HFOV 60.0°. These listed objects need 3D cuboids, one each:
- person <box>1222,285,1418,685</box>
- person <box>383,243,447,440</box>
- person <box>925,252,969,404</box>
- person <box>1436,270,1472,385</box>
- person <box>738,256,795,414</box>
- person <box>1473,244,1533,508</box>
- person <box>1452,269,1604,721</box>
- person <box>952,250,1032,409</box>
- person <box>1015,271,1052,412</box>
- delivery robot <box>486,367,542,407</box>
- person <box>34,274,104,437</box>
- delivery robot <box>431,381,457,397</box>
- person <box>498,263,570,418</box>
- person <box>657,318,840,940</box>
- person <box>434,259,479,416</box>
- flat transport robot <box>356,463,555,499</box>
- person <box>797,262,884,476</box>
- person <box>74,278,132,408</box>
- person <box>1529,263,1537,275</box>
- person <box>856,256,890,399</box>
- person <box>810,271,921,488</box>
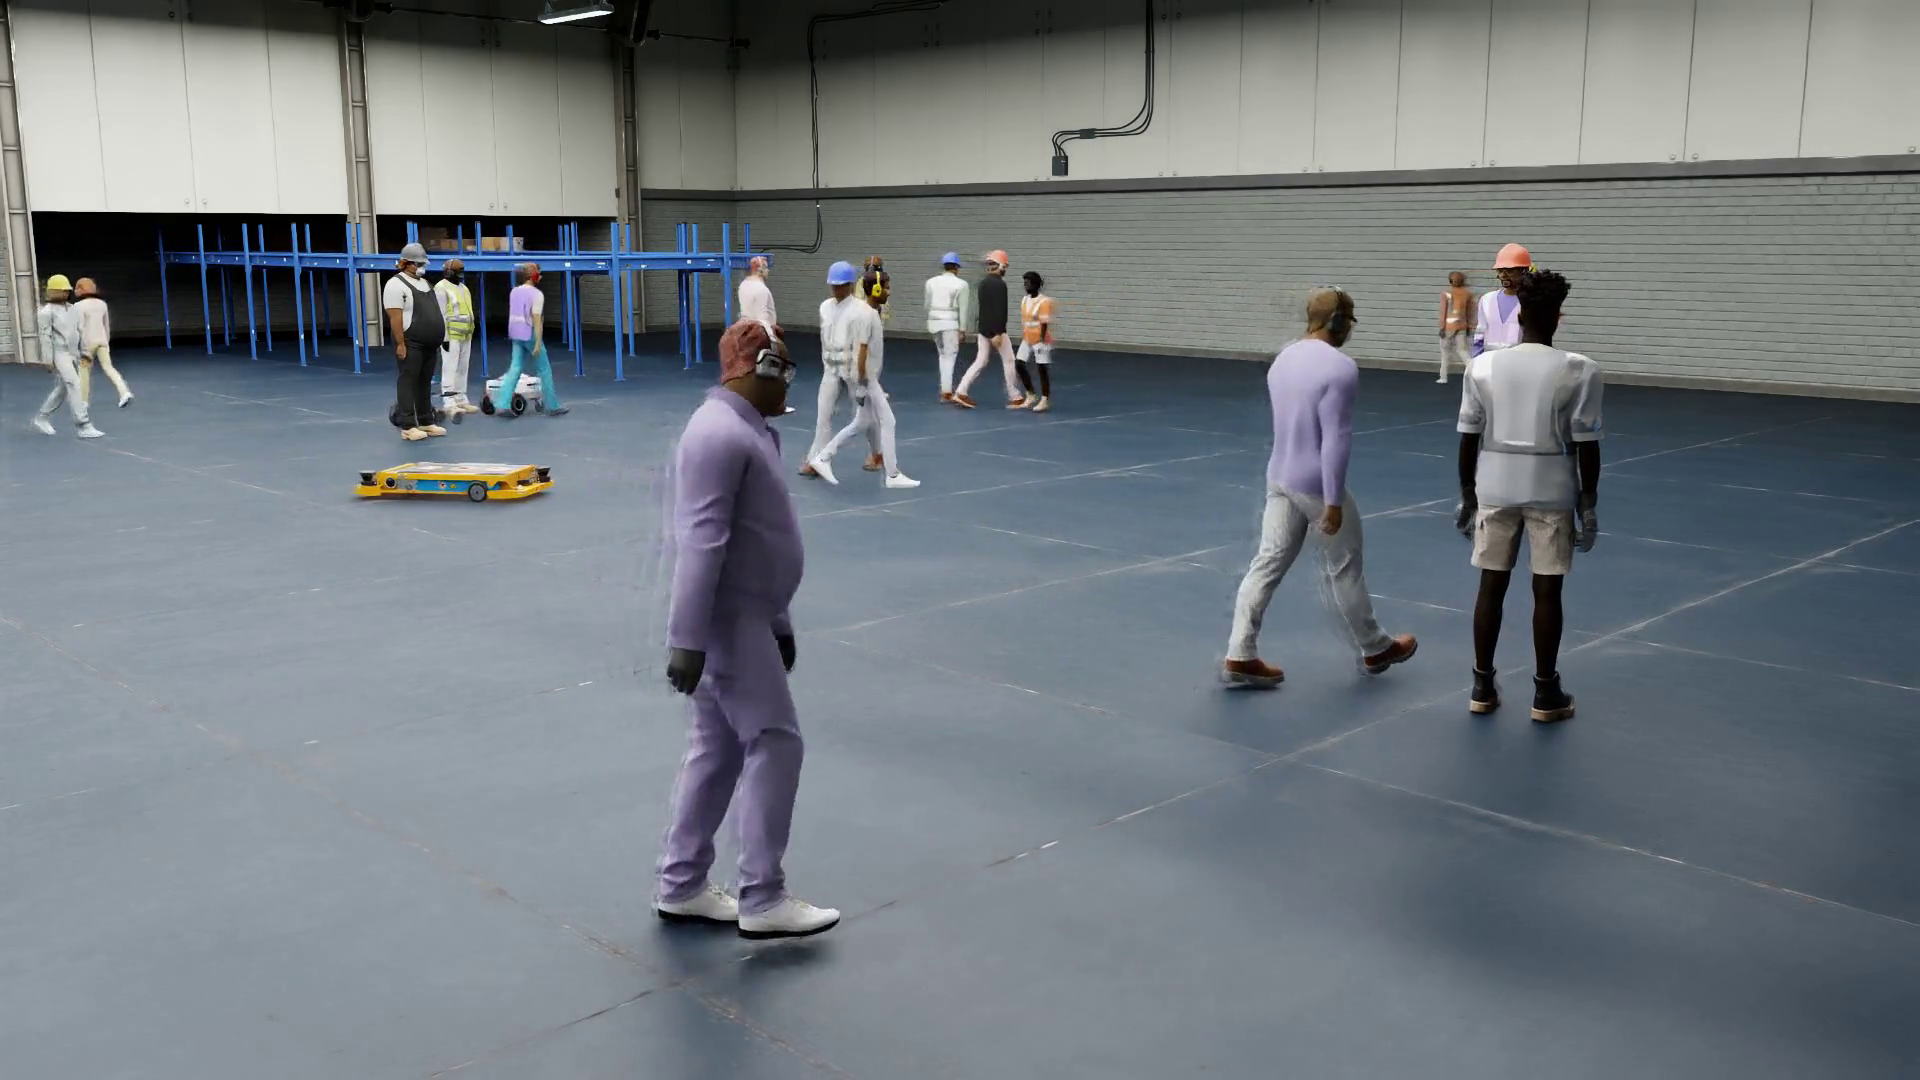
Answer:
[{"bbox_3d":[1.691,-0.253,7.864,1.067,1.871,0.635,-5,11,-24],"label":"person"},{"bbox_3d":[-5.662,-2.072,17.441,0.538,2.000,0.682,3,11,14],"label":"person"},{"bbox_3d":[-0.173,-2.711,21.240,0.630,1.884,0.755,6,12,29],"label":"person"},{"bbox_3d":[7.034,-2.997,23.530,0.522,1.622,0.634,-3,11,-16],"label":"person"},{"bbox_3d":[-2.439,-2.419,19.674,0.881,1.875,0.651,-6,12,-31],"label":"person"},{"bbox_3d":[4.205,-1.241,12.786,0.605,2.045,0.377,10,14,43],"label":"person"},{"bbox_3d":[2.485,-0.196,7.314,0.644,1.962,0.401,7,12,32],"label":"person"},{"bbox_3d":[0.365,-2.572,20.354,1.002,1.940,0.636,-6,12,-28],"label":"person"},{"bbox_3d":[0.893,-2.383,19.983,0.434,1.674,0.553,-7,13,-35],"label":"person"},{"bbox_3d":[-5.337,-1.830,19.922,0.477,0.478,0.707,5,12,25],"label":"delivery robot"},{"bbox_3d":[-9.503,-1.949,17.561,0.849,1.709,0.492,1,10,7],"label":"person"},{"bbox_3d":[-5.946,-1.713,18.573,0.335,0.223,0.698,6,12,29],"label":"delivery robot"},{"bbox_3d":[-5.042,-2.327,19.396,0.558,1.799,0.936,7,12,33],"label":"person"},{"bbox_3d":[-0.653,0.265,5.082,0.632,1.859,0.723,-1,10,-7],"label":"person"},{"bbox_3d":[-5.973,-2.408,19.739,0.430,1.836,0.619,3,11,16],"label":"person"},{"bbox_3d":[-4.142,-0.496,13.679,1.431,0.197,0.652,2,10,8],"label":"flat transport robot"},{"bbox_3d":[-1.003,-1.523,14.785,0.629,1.886,1.007,7,13,34],"label":"person"},{"bbox_3d":[-10.581,-2.414,20.394,0.815,1.601,0.512,4,11,19],"label":"person"},{"bbox_3d":[7.251,-2.674,21.388,0.518,1.757,0.338,-9,14,-42],"label":"person"},{"bbox_3d":[-1.129,-2.754,21.593,0.429,1.840,0.634,-3,11,-18],"label":"person"},{"bbox_3d":[-0.826,-1.357,14.048,0.903,1.828,0.545,0,10,-2],"label":"person"}]
